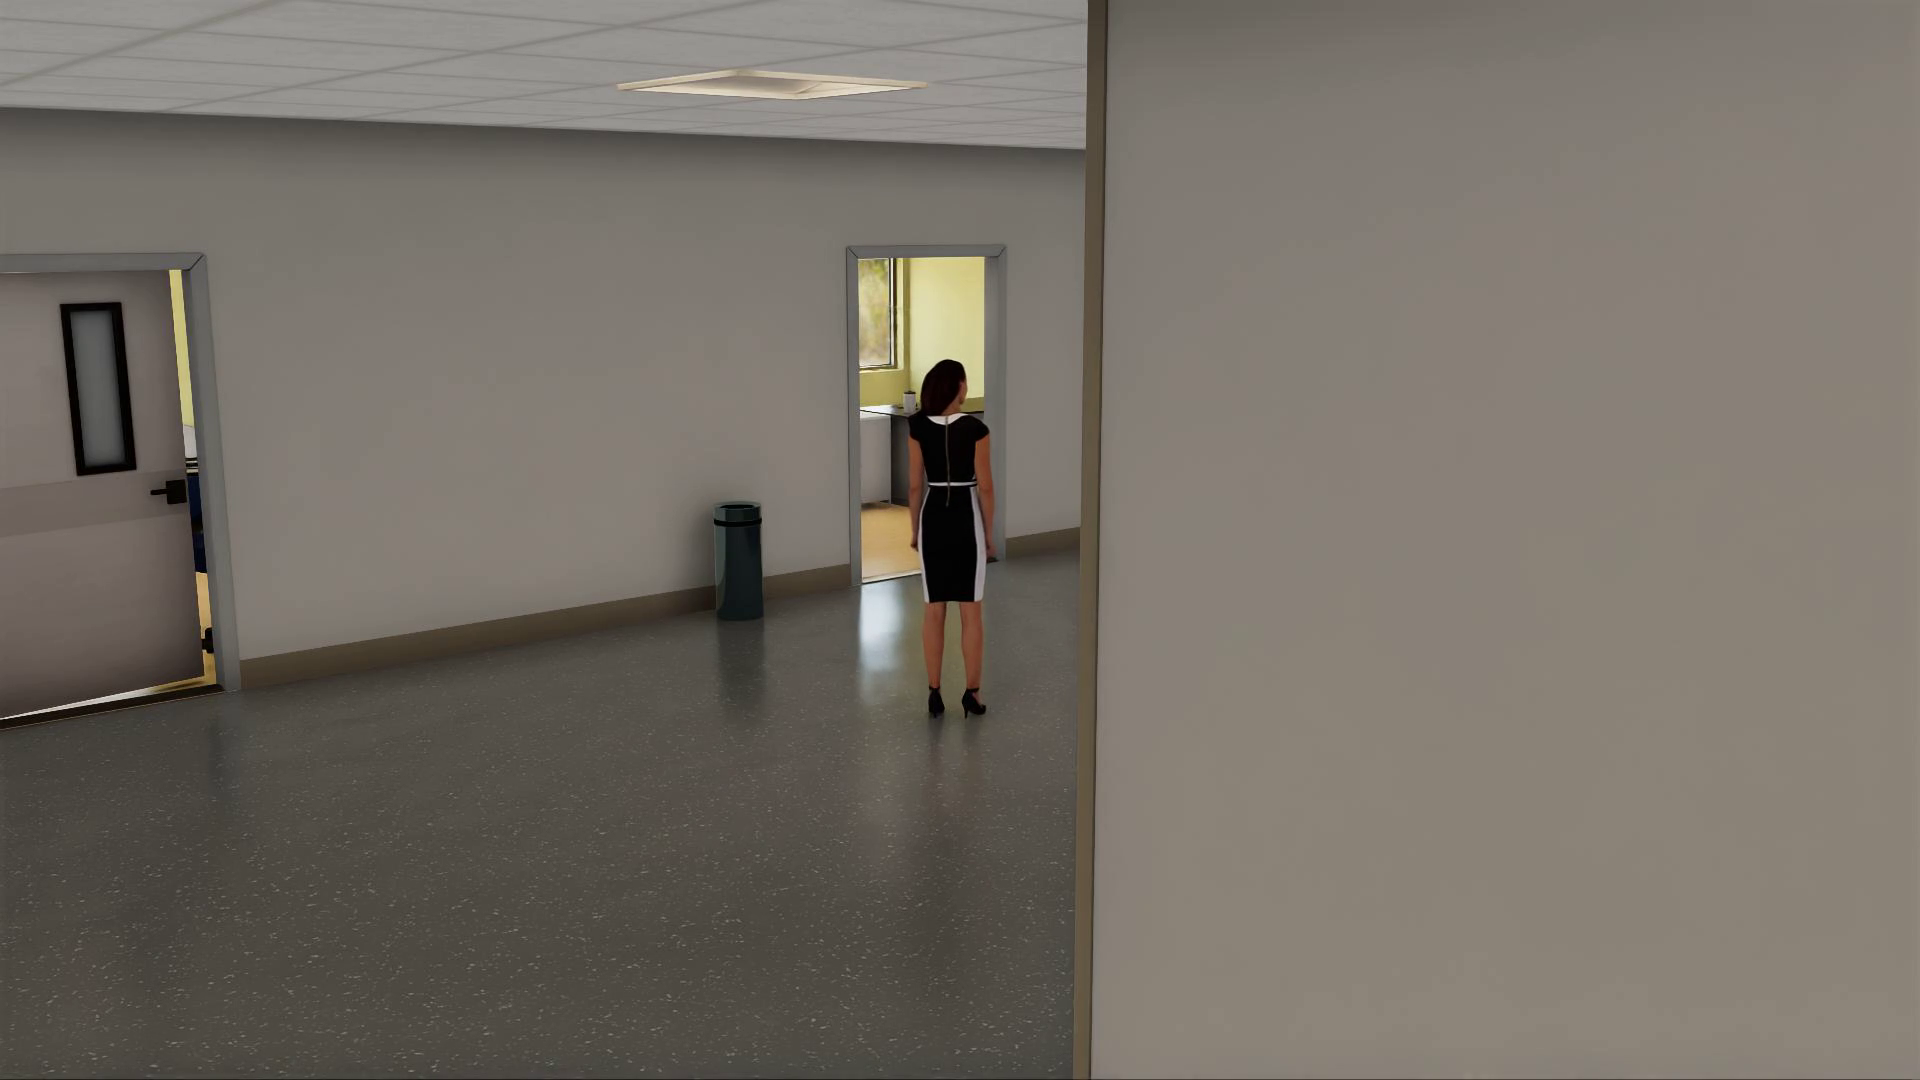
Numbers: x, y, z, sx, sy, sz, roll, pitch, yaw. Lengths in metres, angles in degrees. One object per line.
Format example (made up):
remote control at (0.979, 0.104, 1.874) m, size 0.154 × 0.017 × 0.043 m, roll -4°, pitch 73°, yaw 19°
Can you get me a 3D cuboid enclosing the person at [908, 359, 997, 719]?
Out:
person at (-0.042, 0.002, 8.283) m, size 0.653 × 1.797 × 0.677 m, roll 3°, pitch 11°, yaw 14°
